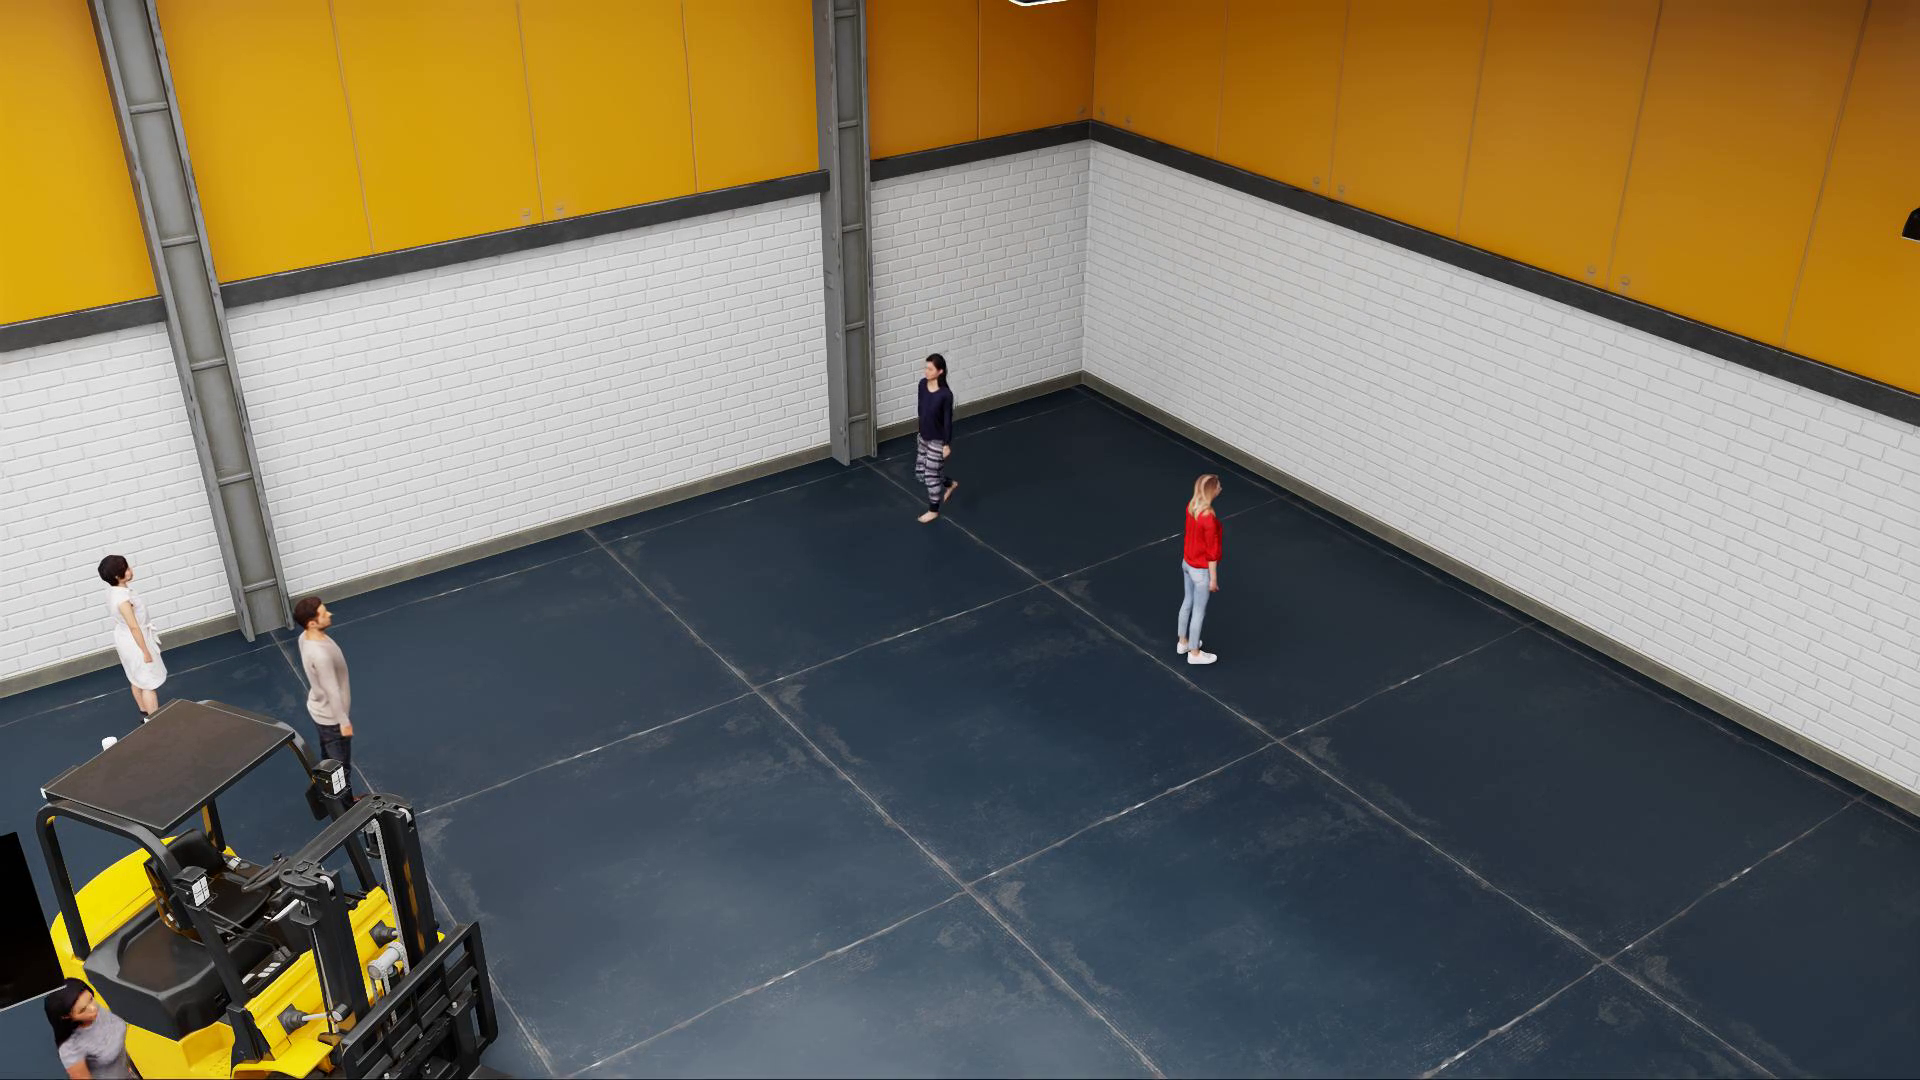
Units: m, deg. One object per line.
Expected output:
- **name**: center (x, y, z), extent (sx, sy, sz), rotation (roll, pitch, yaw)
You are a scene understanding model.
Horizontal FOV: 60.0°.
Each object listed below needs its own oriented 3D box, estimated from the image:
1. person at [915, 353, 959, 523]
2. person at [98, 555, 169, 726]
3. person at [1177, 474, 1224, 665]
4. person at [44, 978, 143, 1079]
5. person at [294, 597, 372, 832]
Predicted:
- **person**: center (-0.189, -1.013, 15.923), extent (0.780, 1.722, 0.647), rotation (-22, 36, -35)
- **person**: center (-6.332, 0.802, 12.770), extent (0.555, 1.556, 0.585), rotation (-24, 37, -37)
- **person**: center (1.964, 0.228, 13.666), extent (0.596, 1.705, 0.663), rotation (-10, 30, -18)
- **person**: center (-4.400, 2.930, 8.639), extent (0.638, 1.775, 0.660), rotation (-12, 31, -21)
- **person**: center (-4.429, 1.215, 11.685), extent (0.570, 1.868, 0.653), rotation (-17, 33, -28)
